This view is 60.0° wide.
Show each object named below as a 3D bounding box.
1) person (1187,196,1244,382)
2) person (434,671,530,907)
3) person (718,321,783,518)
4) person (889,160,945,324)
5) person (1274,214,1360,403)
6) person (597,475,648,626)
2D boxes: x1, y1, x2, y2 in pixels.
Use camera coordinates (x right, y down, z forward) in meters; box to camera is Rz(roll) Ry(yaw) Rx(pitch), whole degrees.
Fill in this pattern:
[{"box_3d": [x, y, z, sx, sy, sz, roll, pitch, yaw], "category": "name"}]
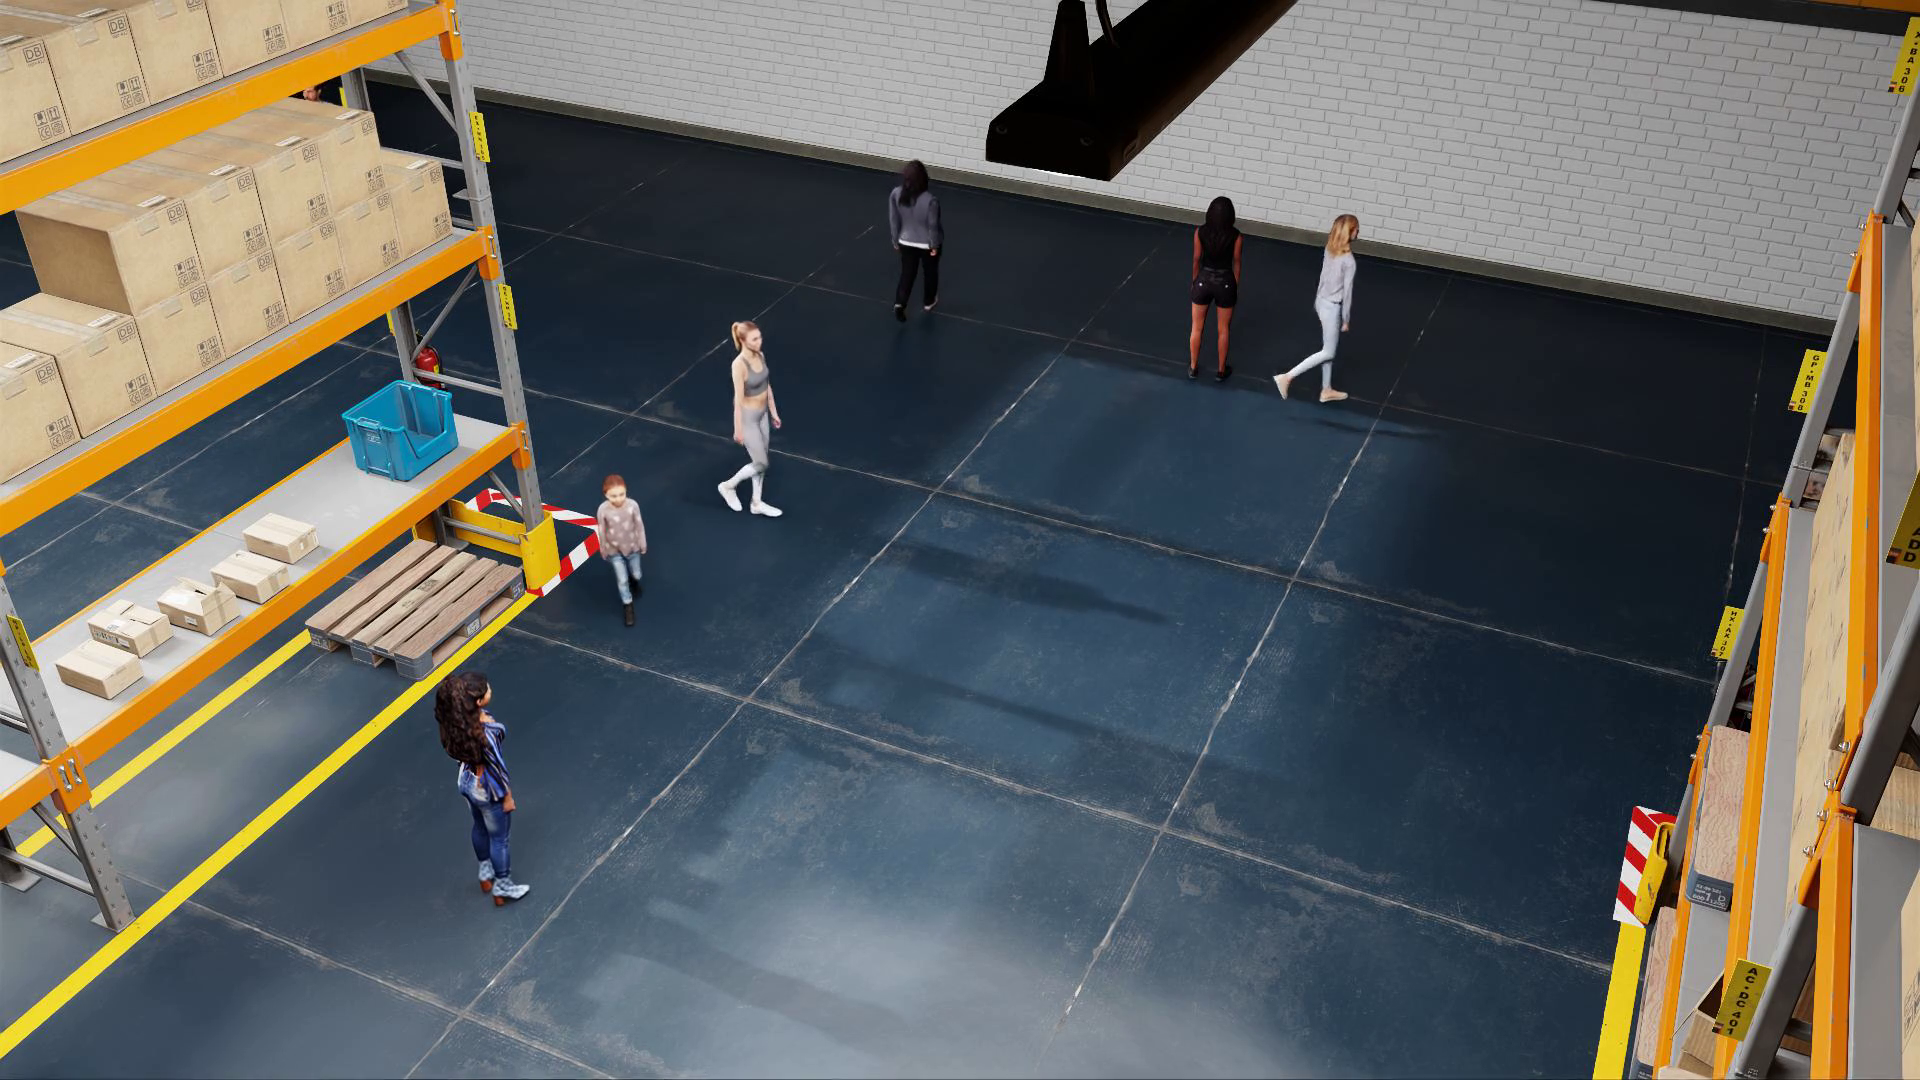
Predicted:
[{"box_3d": [2.270, -2.240, 14.827, 0.627, 1.741, 0.577, 8, 34, 12], "category": "person"}, {"box_3d": [-2.703, 1.402, 9.457, 0.664, 1.620, 0.684, -29, 43, -36], "category": "person"}, {"box_3d": [-1.682, -0.941, 12.916, 0.653, 1.692, 0.682, 12, 36, 18], "category": "person"}, {"box_3d": [-0.424, -2.831, 15.867, 0.701, 1.575, 0.963, 12, 36, 18], "category": "person"}, {"box_3d": [3.118, -1.944, 14.356, 1.036, 1.770, 1.020, -8, 34, -12], "category": "person"}, {"box_3d": [-2.424, 0.019, 11.928, 0.684, 1.188, 0.763, -8, 34, -12], "category": "person"}]
